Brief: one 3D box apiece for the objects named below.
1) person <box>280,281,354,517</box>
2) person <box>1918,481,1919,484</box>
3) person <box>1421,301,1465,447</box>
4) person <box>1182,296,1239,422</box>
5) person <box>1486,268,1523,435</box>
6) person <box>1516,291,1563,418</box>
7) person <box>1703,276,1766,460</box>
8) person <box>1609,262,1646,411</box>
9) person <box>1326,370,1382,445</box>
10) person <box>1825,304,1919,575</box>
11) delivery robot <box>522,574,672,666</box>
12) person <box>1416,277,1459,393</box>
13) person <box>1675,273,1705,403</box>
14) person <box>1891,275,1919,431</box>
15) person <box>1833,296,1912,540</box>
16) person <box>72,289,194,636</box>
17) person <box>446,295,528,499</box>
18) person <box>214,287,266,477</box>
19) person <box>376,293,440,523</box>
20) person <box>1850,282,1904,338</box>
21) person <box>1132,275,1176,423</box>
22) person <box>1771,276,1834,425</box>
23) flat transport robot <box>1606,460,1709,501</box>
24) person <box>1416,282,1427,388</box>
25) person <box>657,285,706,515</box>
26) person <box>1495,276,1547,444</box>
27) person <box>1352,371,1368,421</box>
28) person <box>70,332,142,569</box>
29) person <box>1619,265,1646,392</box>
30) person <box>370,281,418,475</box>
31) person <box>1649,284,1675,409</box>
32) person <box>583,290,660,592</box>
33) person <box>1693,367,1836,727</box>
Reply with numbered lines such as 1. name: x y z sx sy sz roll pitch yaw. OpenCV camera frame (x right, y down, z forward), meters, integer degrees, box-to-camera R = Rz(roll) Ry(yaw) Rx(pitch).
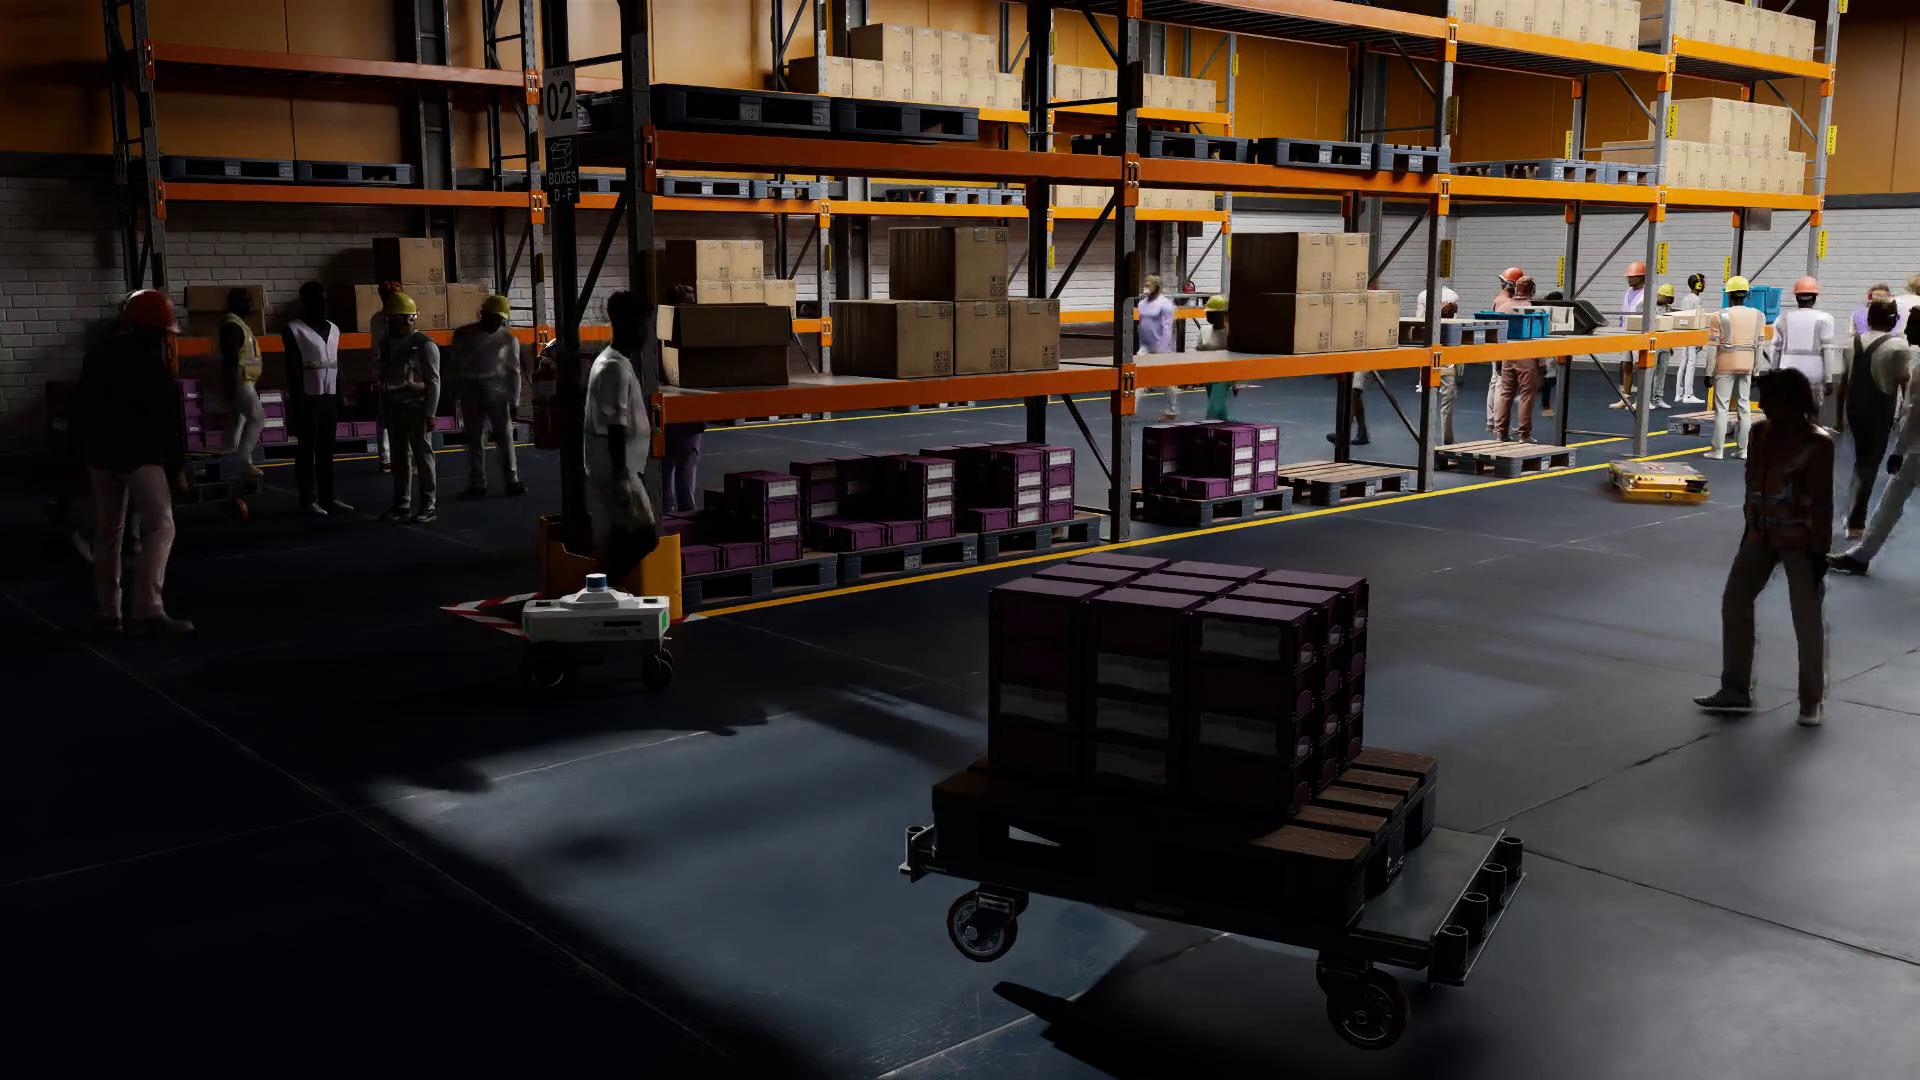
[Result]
1. person: -5.306 -1.164 13.707 0.392 1.922 0.587 3 10 19
2. person: 9.145 -1.447 15.314 0.361 1.938 0.545 -4 11 -23
3. person: 5.294 -1.799 18.243 0.306 1.639 0.524 -8 12 -38
4. person: 2.611 -1.632 17.050 0.932 1.718 0.539 -6 11 -31
5. person: 6.541 -2.260 19.933 0.389 1.986 0.608 0 10 2
6. person: 7.593 -2.405 21.681 0.566 1.684 0.542 0 10 3
7. person: 8.067 -1.789 17.380 0.588 1.918 0.397 -1 10 -4
8. person: 9.246 -2.787 22.856 0.386 2.039 0.616 -3 10 -18
9. person: 4.311 -1.967 18.464 0.968 1.893 0.573 -9 13 -42
10. person: 6.224 -0.613 10.773 1.003 1.830 0.595 6 12 32
11. delivery robot: -1.785 0.410 8.210 0.707 0.478 0.477 -2 10 -9
12. person: 7.375 -3.217 25.809 0.646 1.897 0.398 0 10 1
13. person: 10.641 -2.919 24.169 0.319 1.861 0.538 -1 10 -3
14. person: 11.663 -2.295 20.430 0.970 1.883 0.629 -8 13 -41
15. person: 6.904 -0.908 12.501 0.608 1.826 0.535 -4 11 -23
16. person: -4.691 -0.426 9.348 0.751 1.945 0.391 3 10 17
17. person: -4.159 -1.245 14.600 0.672 1.786 0.404 -1 10 -3
18. person: -6.906 -1.510 16.007 0.480 1.823 0.645 -4 11 -23
19. person: -4.421 -1.047 13.273 0.586 1.835 0.404 5 11 26
20. person: 10.934 -2.170 19.899 0.572 1.824 0.796 4 10 21
21. person: 2.402 -2.403 21.055 1.003 1.882 0.651 -7 12 -37
22. person: 8.278 -1.615 16.332 0.598 1.919 0.705 8 13 39
23. flat transport robot: 6.227 -0.543 14.890 0.652 0.197 1.431 2 10 14
24. person: 7.604 -3.382 26.836 0.521 1.874 0.327 -9 13 -42
25. person: -2.156 -1.014 12.877 0.400 1.905 0.645 -9 13 -42
26. person: 6.387 -2.037 18.901 0.400 1.902 0.642 -8 13 -40
27. person: 5.185 -2.400 21.653 0.533 1.675 0.696 7 12 37
28. person: -5.730 -0.598 11.262 0.469 1.611 0.536 -3 10 -16
29. person: 10.613 -3.332 26.191 0.392 1.991 0.612 3 10 20
30. person: -5.548 -1.579 16.247 0.356 1.881 0.575 -8 13 -40
31. person: 9.777 -2.697 23.211 0.485 1.741 0.302 -5 11 -25
32. person: -1.844 -0.385 9.089 0.414 1.936 0.669 -2 10 -12
33. person: 3.715 0.030 7.581 0.552 1.622 0.596 -3 10 -17
